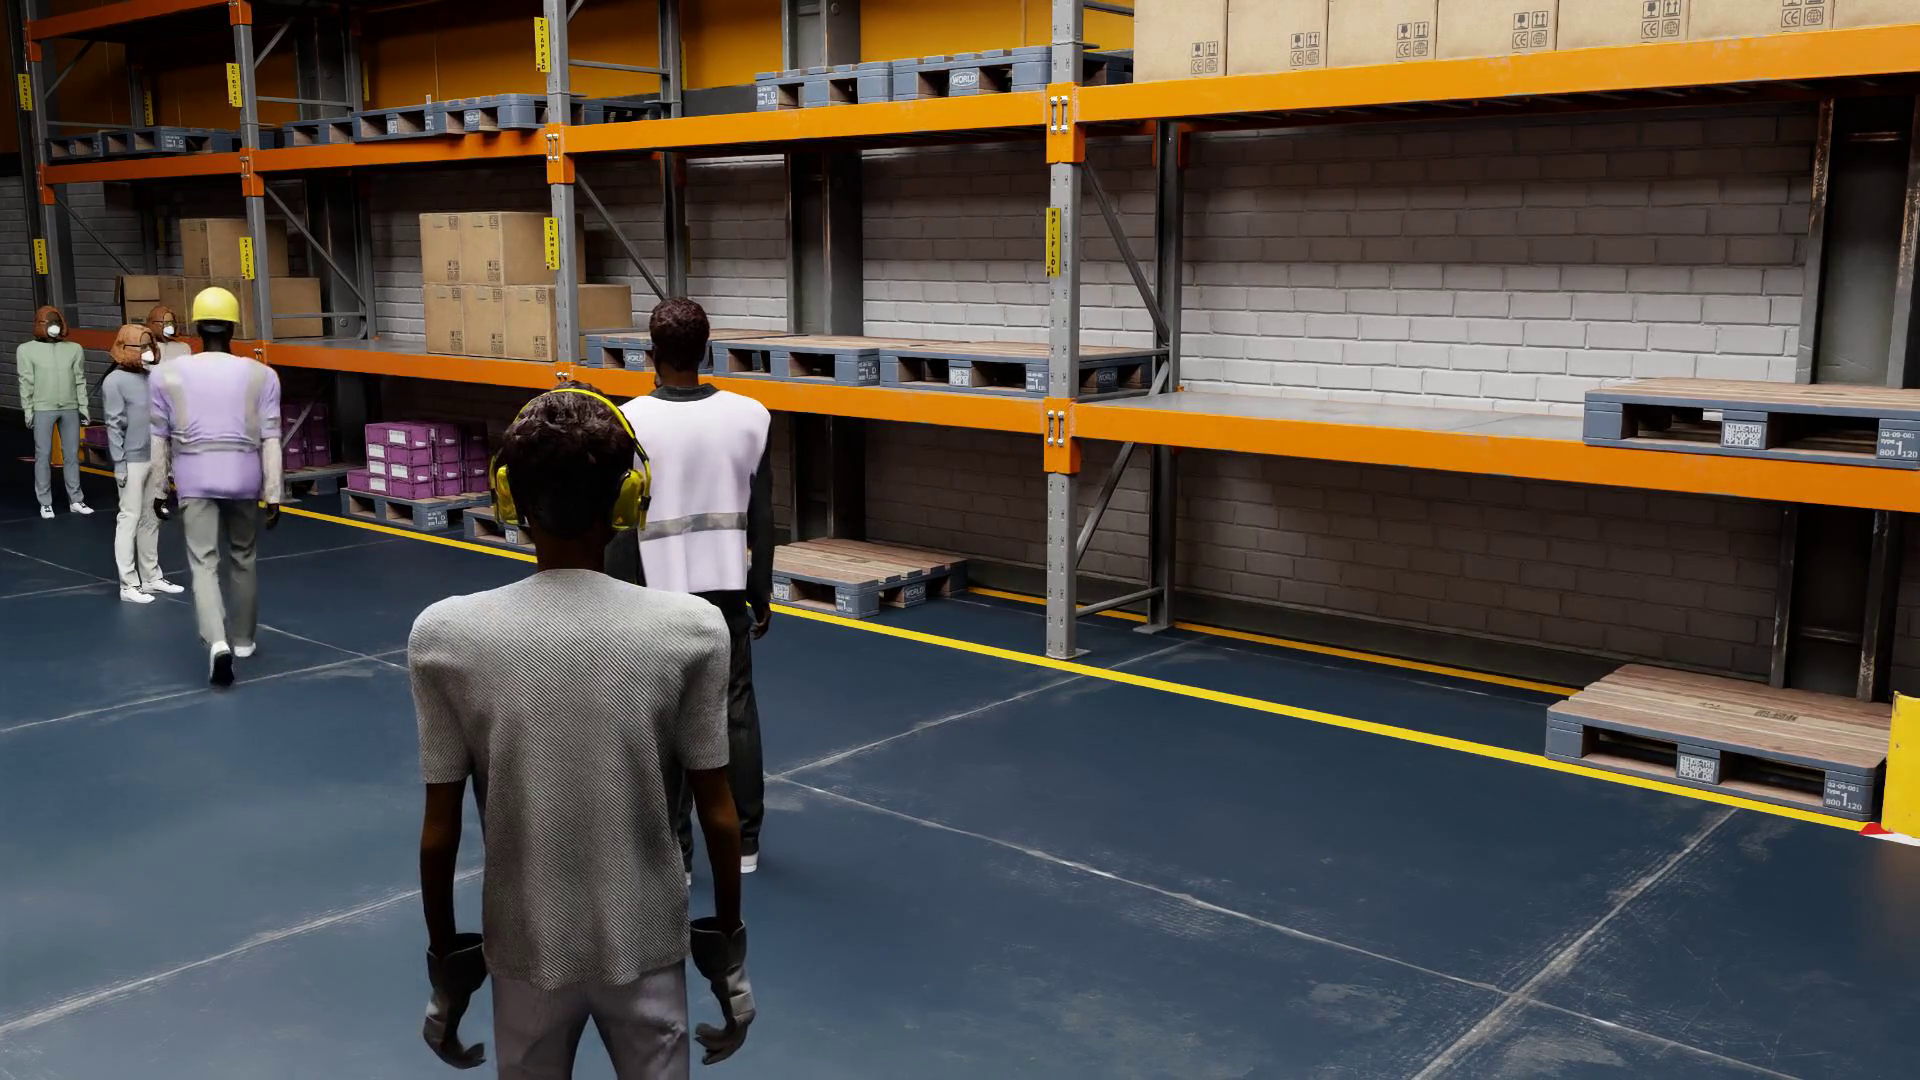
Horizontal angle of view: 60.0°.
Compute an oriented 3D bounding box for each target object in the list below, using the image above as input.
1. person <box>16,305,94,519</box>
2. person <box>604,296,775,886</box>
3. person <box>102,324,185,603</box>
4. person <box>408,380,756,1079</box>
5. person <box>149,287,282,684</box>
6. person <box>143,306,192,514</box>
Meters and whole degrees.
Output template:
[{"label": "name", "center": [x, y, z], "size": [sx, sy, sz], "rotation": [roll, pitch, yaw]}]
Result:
[{"label": "person", "center": [-7.002, -0.992, 12.884], "size": [0.286, 1.634, 0.500], "rotation": [8, 13, 38]}, {"label": "person", "center": [-0.874, 0.178, 5.413], "size": [0.587, 1.920, 0.390], "rotation": [-6, 11, -29]}, {"label": "person", "center": [-4.835, -0.455, 9.831], "size": [0.268, 1.632, 0.507], "rotation": [1, 10, 8]}, {"label": "person", "center": [-0.600, 0.681, 2.692], "size": [0.531, 1.870, 0.317], "rotation": [-2, 10, -9]}, {"label": "person", "center": [-3.598, -0.275, 8.087], "size": [0.602, 1.895, 0.899], "rotation": [-5, 11, -25]}, {"label": "person", "center": [-6.238, -1.021, 13.077], "size": [0.277, 1.629, 0.496], "rotation": [7, 12, 35]}]
